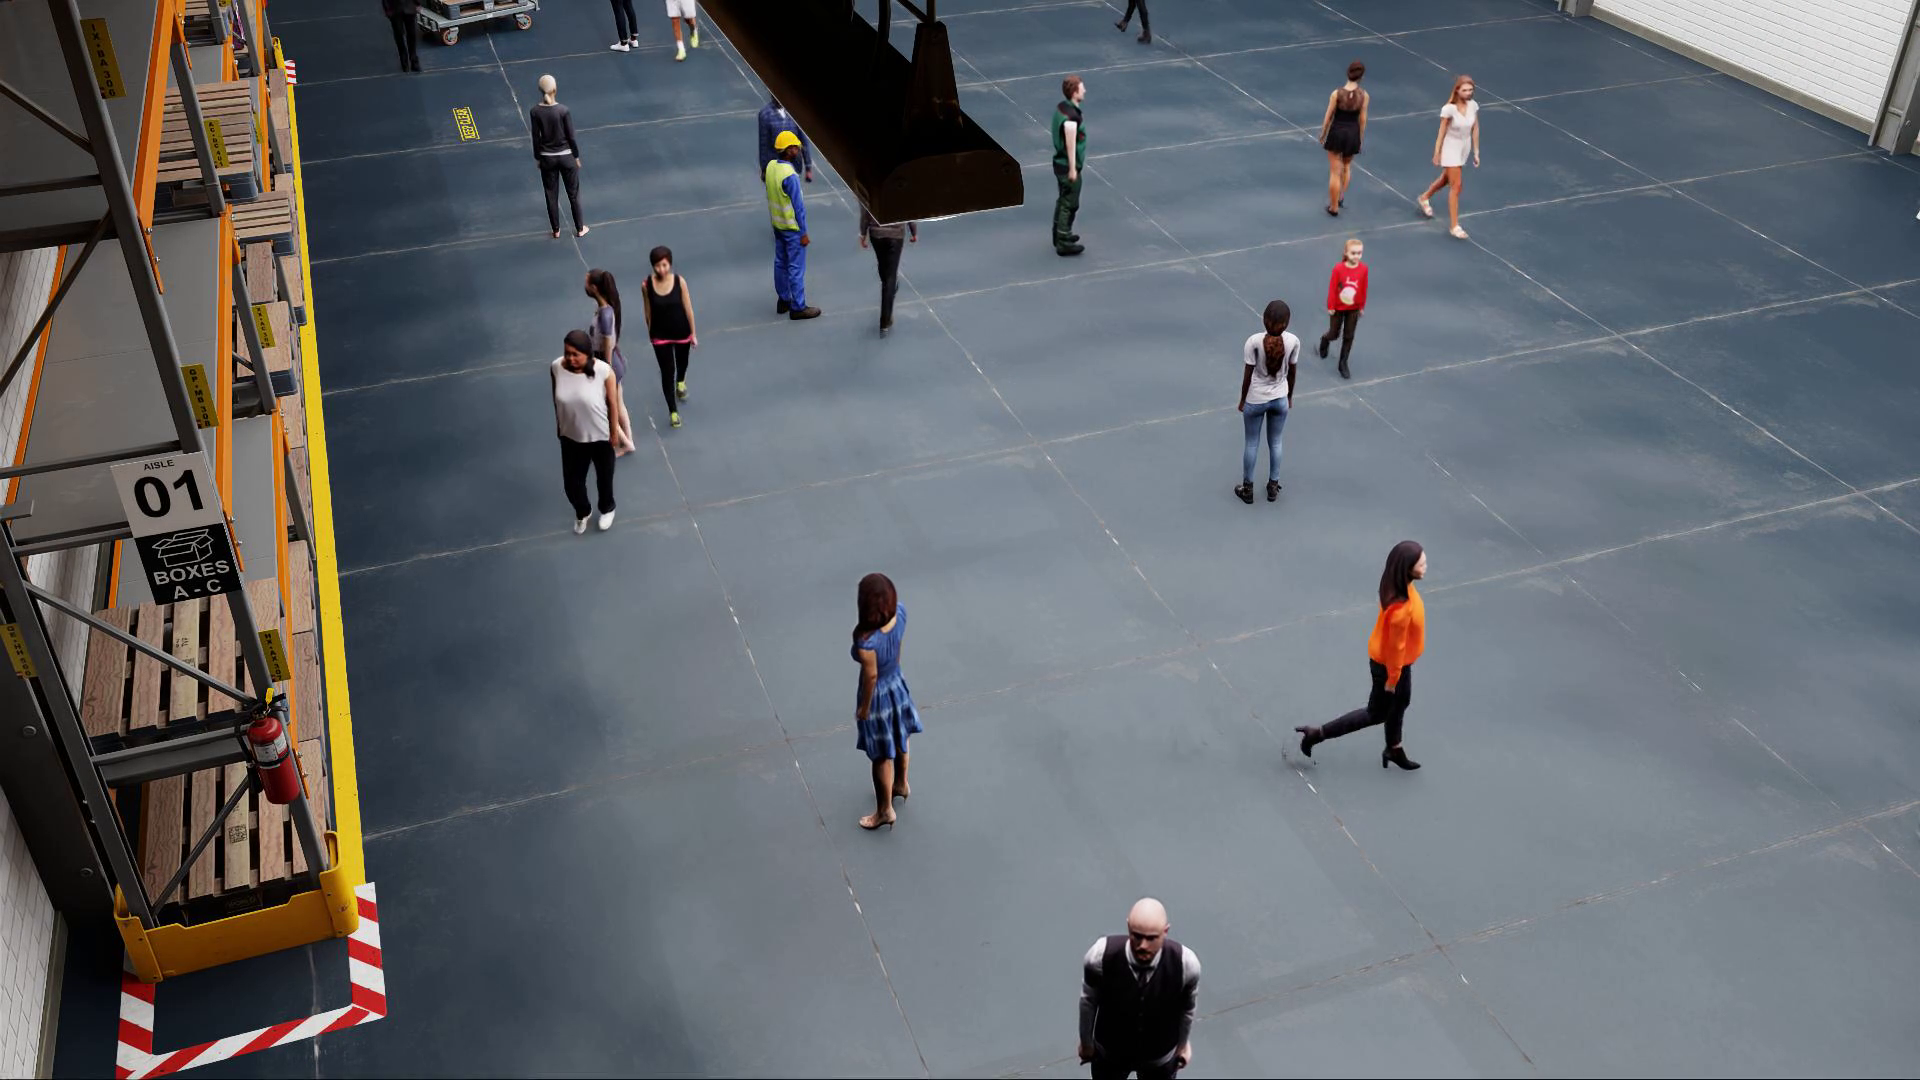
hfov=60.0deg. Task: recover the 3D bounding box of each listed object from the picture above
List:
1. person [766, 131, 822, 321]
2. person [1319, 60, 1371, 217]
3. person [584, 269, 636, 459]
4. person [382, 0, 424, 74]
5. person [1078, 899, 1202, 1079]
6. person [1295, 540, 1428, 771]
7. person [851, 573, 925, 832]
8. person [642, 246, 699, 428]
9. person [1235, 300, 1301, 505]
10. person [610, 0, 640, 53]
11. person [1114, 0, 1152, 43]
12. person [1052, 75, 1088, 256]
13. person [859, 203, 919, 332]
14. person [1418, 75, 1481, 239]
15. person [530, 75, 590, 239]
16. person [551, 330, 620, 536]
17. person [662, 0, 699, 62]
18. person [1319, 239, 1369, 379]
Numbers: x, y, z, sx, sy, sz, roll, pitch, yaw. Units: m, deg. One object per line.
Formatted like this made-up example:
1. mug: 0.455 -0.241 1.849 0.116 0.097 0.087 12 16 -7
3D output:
1. person: -1.620 -2.980 15.720 0.786 1.810 0.616 -22 39 -29
2. person: 4.116 -4.262 17.781 0.722 1.664 0.809 -1 34 -1
3. person: -2.768 -1.423 13.535 0.727 1.634 0.602 -3 34 -4
4. person: -7.396 -7.063 21.902 0.687 1.766 0.644 -20 38 -27
5. person: 0.819 2.341 7.702 0.772 1.823 0.734 2 34 3
6. person: 2.546 0.746 10.188 1.015 1.728 1.085 6 34 8
7. person: -0.462 0.952 9.808 0.811 1.805 0.750 15 36 21
8. person: -2.466 -1.809 14.226 0.631 1.513 1.045 -8 34 -11
9. person: 2.387 -1.080 12.944 0.632 1.719 0.590 -4 34 -6
10. person: -4.631 -7.614 22.681 0.831 1.821 0.805 19 38 26
11. person: 2.525 -7.736 22.965 0.891 1.710 1.106 -27 42 -35
12. person: 1.106 -3.844 16.991 0.738 1.841 0.566 -6 34 -9
13. person: -0.699 -2.788 15.513 1.055 1.719 1.258 1 34 1
14. person: 5.163 -4.093 17.536 0.606 1.653 1.148 -14 36 -20
15. person: -4.195 -3.997 17.325 0.666 1.726 0.609 -3 34 -4
16. person: -2.812 -0.864 12.655 0.788 1.679 0.811 4 34 6
17. person: -3.778 -7.417 22.382 0.834 1.824 0.975 2 34 3
18. person: 3.439 -2.110 14.898 0.589 1.271 0.748 -3 34 -5
